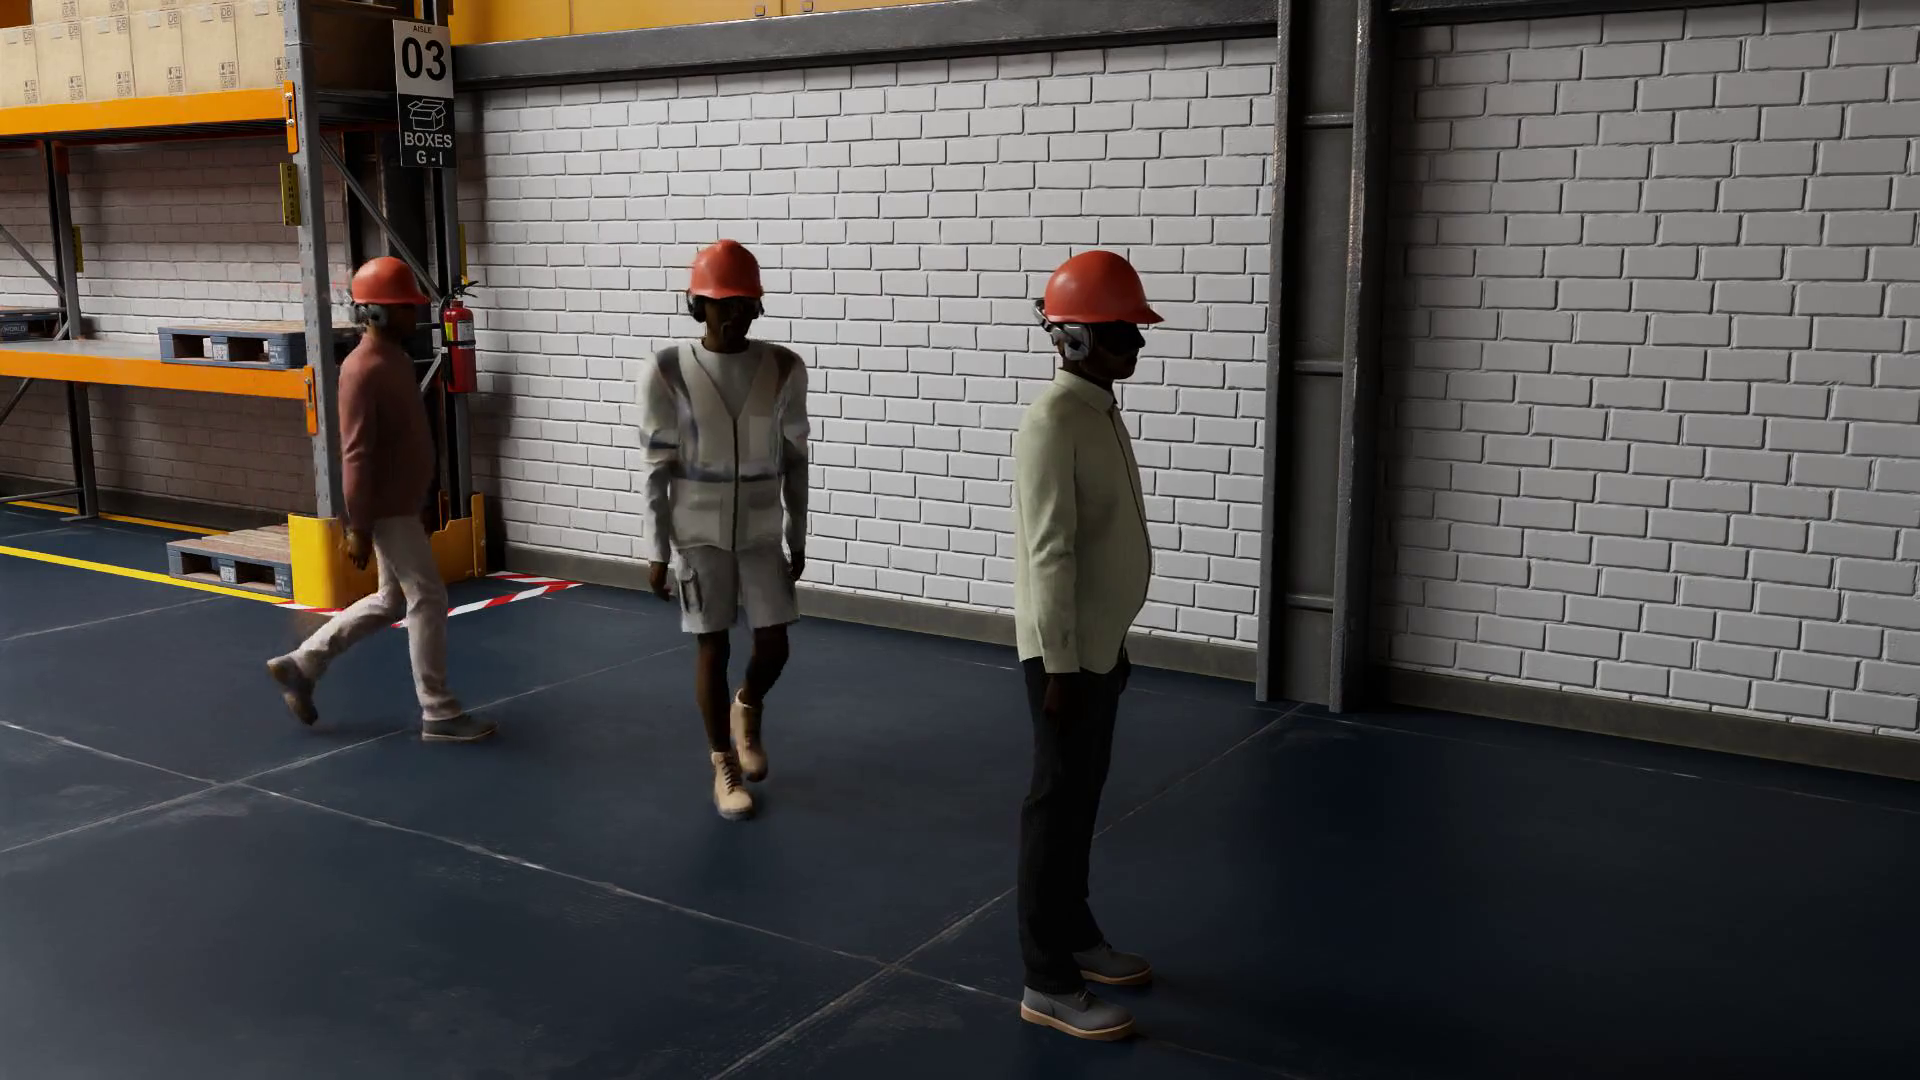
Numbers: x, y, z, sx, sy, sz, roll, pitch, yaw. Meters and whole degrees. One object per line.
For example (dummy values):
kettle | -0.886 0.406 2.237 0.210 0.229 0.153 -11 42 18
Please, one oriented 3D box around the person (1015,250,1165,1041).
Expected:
person | 0.322 0.263 4.299 0.382 1.994 0.613 3 11 16

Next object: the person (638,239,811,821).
person | -0.813 -0.029 5.824 0.611 2.022 0.493 -4 11 -20

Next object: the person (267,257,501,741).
person | -2.353 -0.144 6.653 0.859 1.961 0.612 -1 10 -7
